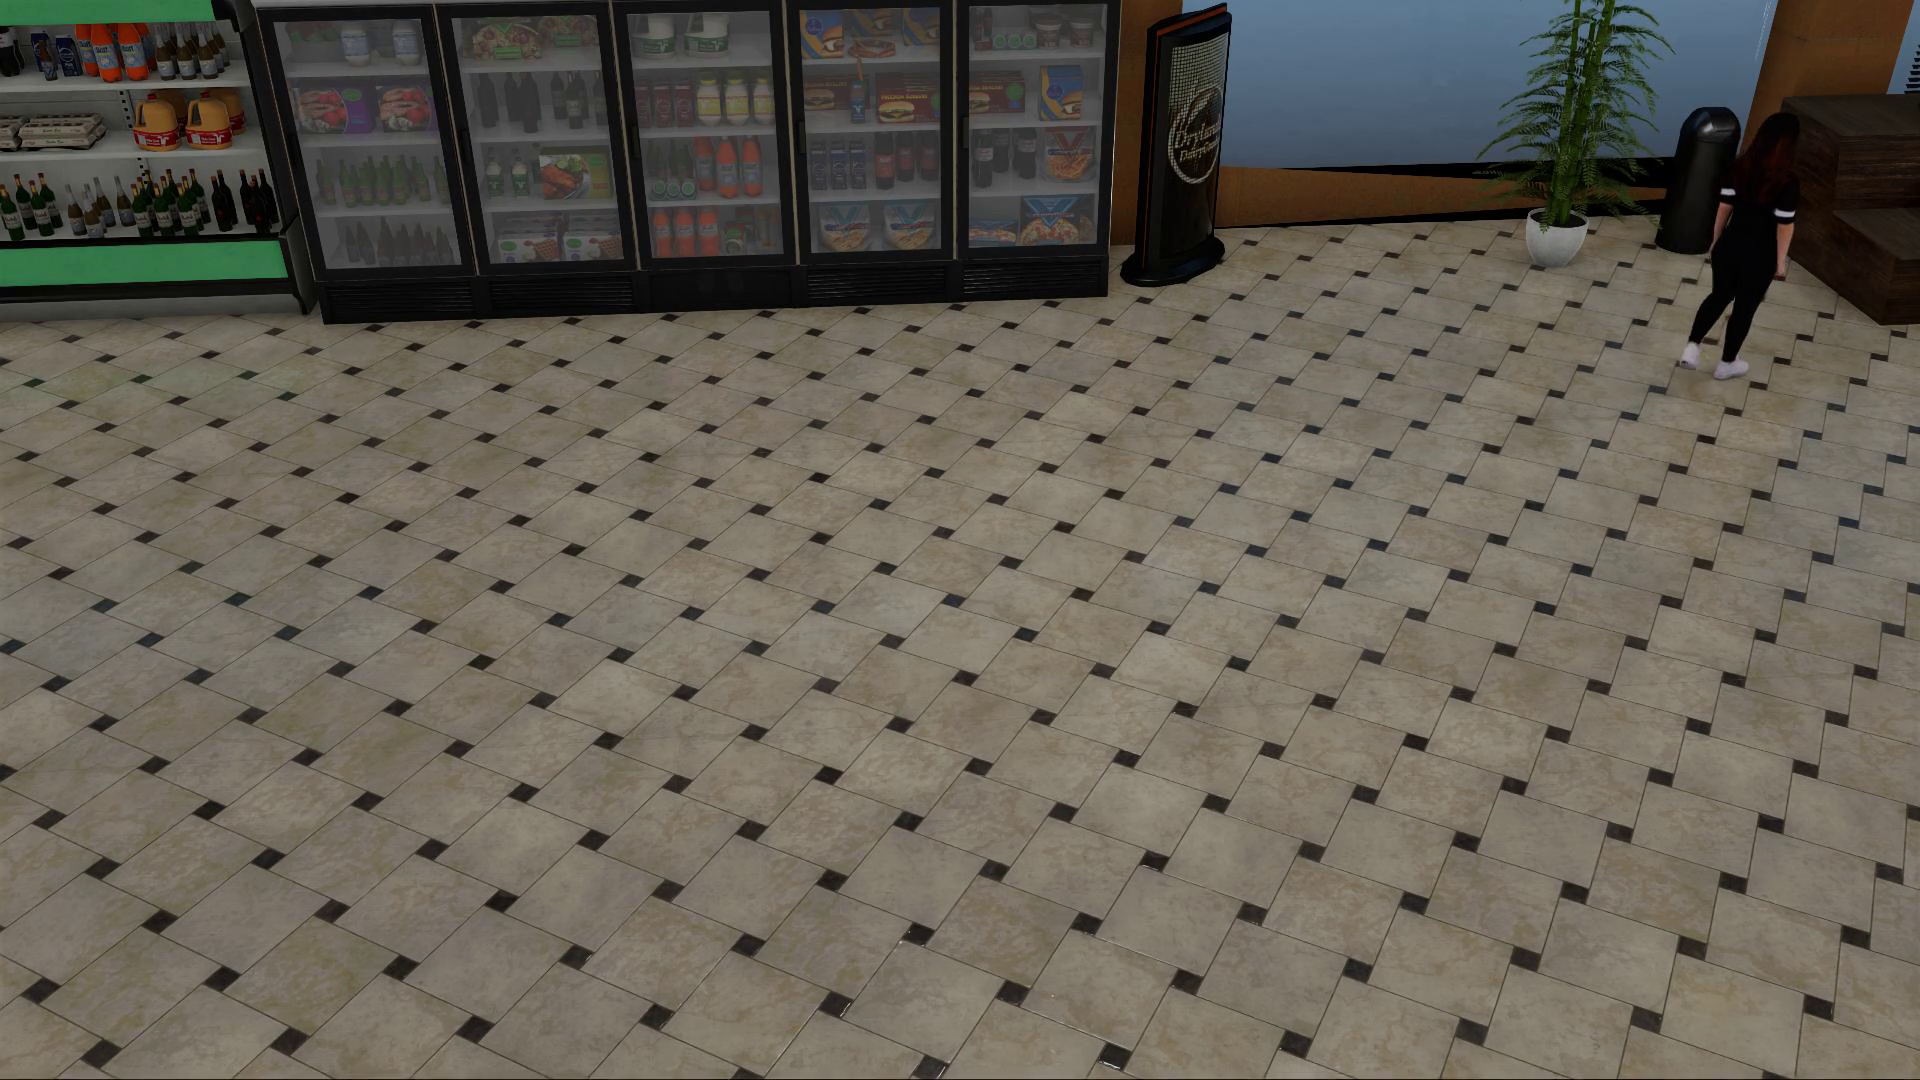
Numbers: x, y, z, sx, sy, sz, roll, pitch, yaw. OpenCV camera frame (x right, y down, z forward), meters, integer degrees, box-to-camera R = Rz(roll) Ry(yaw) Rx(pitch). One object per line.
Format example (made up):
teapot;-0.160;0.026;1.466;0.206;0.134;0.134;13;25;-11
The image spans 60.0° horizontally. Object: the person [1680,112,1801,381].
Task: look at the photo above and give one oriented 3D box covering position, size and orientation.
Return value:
person;4.509;-1.654;9.595;0.910;1.633;0.799;-18;36;-27
